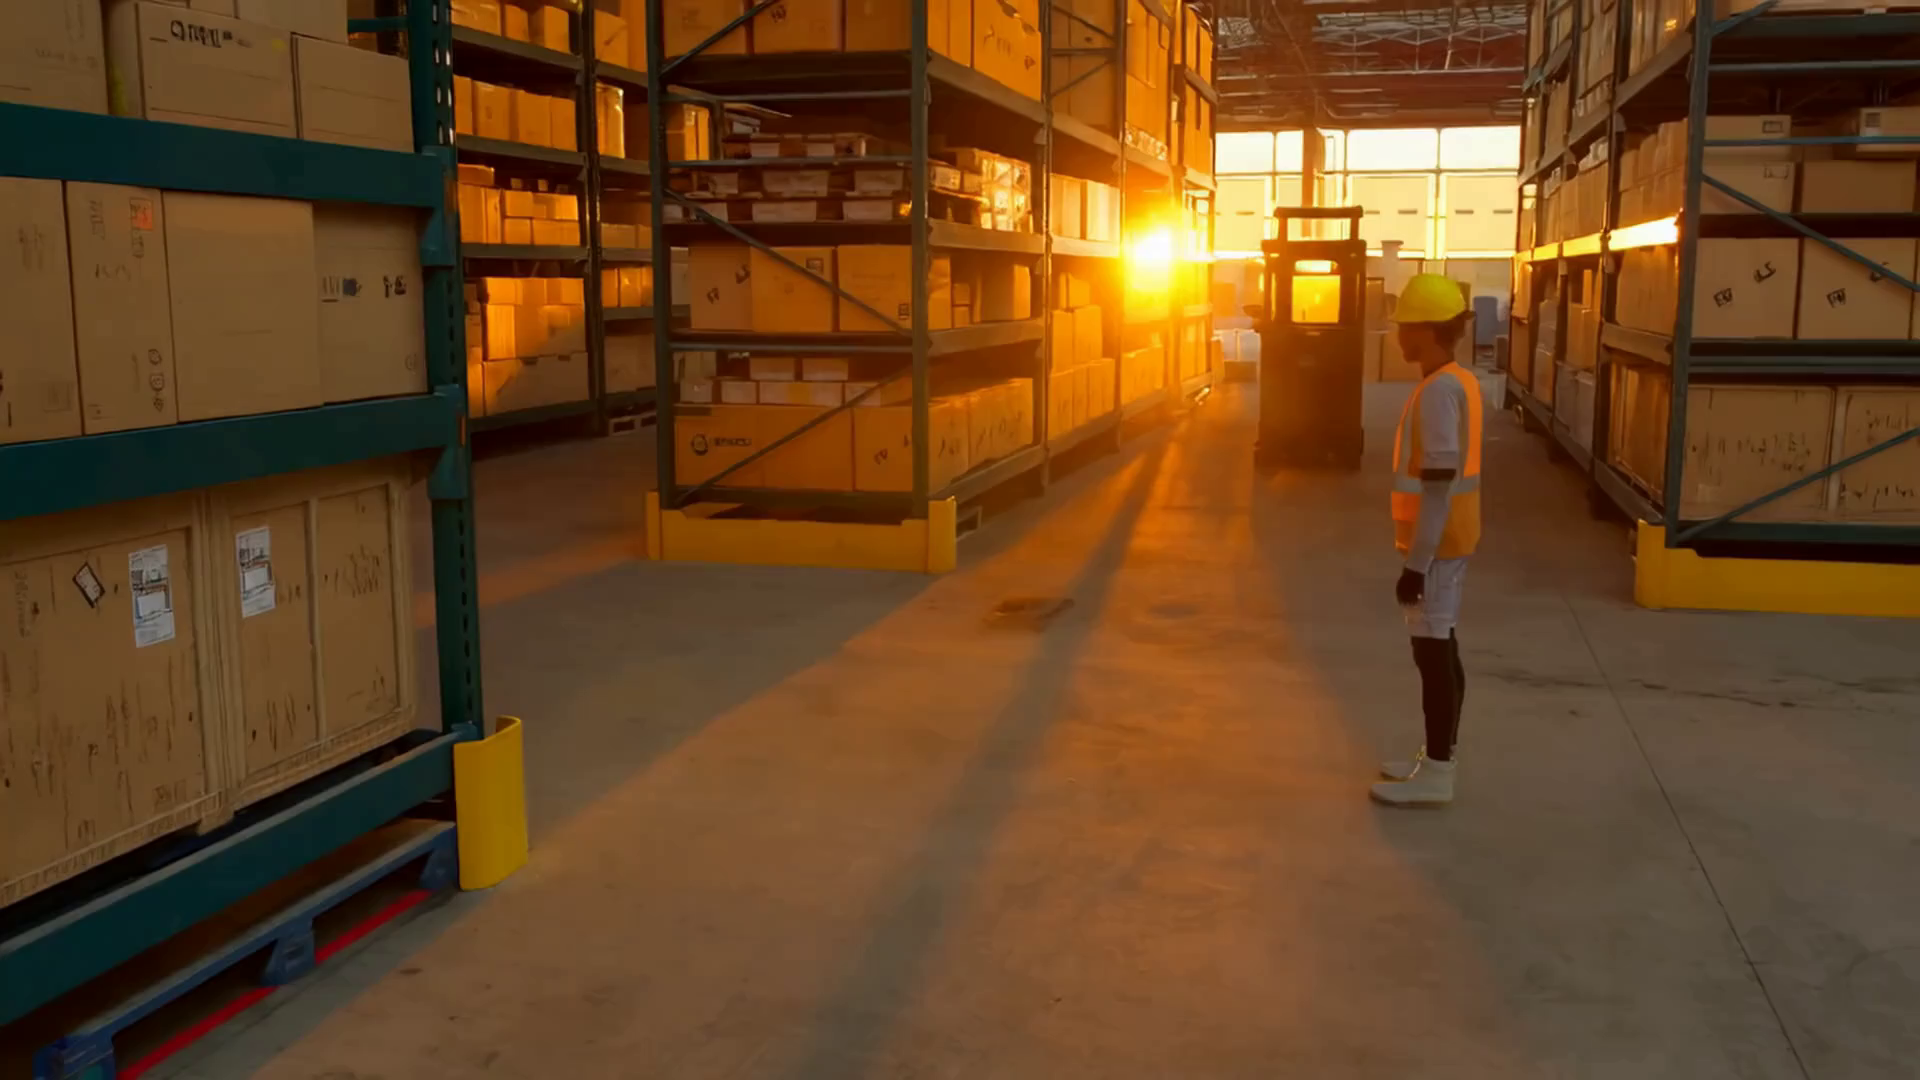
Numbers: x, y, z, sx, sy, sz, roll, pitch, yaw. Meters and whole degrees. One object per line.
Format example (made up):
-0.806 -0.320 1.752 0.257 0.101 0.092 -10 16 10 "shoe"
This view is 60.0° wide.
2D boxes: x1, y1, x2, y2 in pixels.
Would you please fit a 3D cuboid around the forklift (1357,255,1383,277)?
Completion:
14.147 -8.466 57.559 1.129 2.768 1.873 -2 9 -11 "forklift"

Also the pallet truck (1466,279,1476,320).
18.896 -8.459 60.307 1.885 1.965 0.823 5 10 31 "pallet truck"

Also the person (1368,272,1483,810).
1.783 0.010 6.360 0.381 2.044 0.605 4 10 24 "person"

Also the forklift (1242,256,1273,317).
10.671 -8.733 59.254 1.129 2.768 1.873 2 9 15 "forklift"

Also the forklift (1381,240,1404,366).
9.181 -5.008 35.587 1.873 2.768 1.129 2 9 14 "forklift"

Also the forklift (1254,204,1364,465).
3.946 -2.314 18.476 1.129 2.768 1.873 2 9 15 "forklift"
